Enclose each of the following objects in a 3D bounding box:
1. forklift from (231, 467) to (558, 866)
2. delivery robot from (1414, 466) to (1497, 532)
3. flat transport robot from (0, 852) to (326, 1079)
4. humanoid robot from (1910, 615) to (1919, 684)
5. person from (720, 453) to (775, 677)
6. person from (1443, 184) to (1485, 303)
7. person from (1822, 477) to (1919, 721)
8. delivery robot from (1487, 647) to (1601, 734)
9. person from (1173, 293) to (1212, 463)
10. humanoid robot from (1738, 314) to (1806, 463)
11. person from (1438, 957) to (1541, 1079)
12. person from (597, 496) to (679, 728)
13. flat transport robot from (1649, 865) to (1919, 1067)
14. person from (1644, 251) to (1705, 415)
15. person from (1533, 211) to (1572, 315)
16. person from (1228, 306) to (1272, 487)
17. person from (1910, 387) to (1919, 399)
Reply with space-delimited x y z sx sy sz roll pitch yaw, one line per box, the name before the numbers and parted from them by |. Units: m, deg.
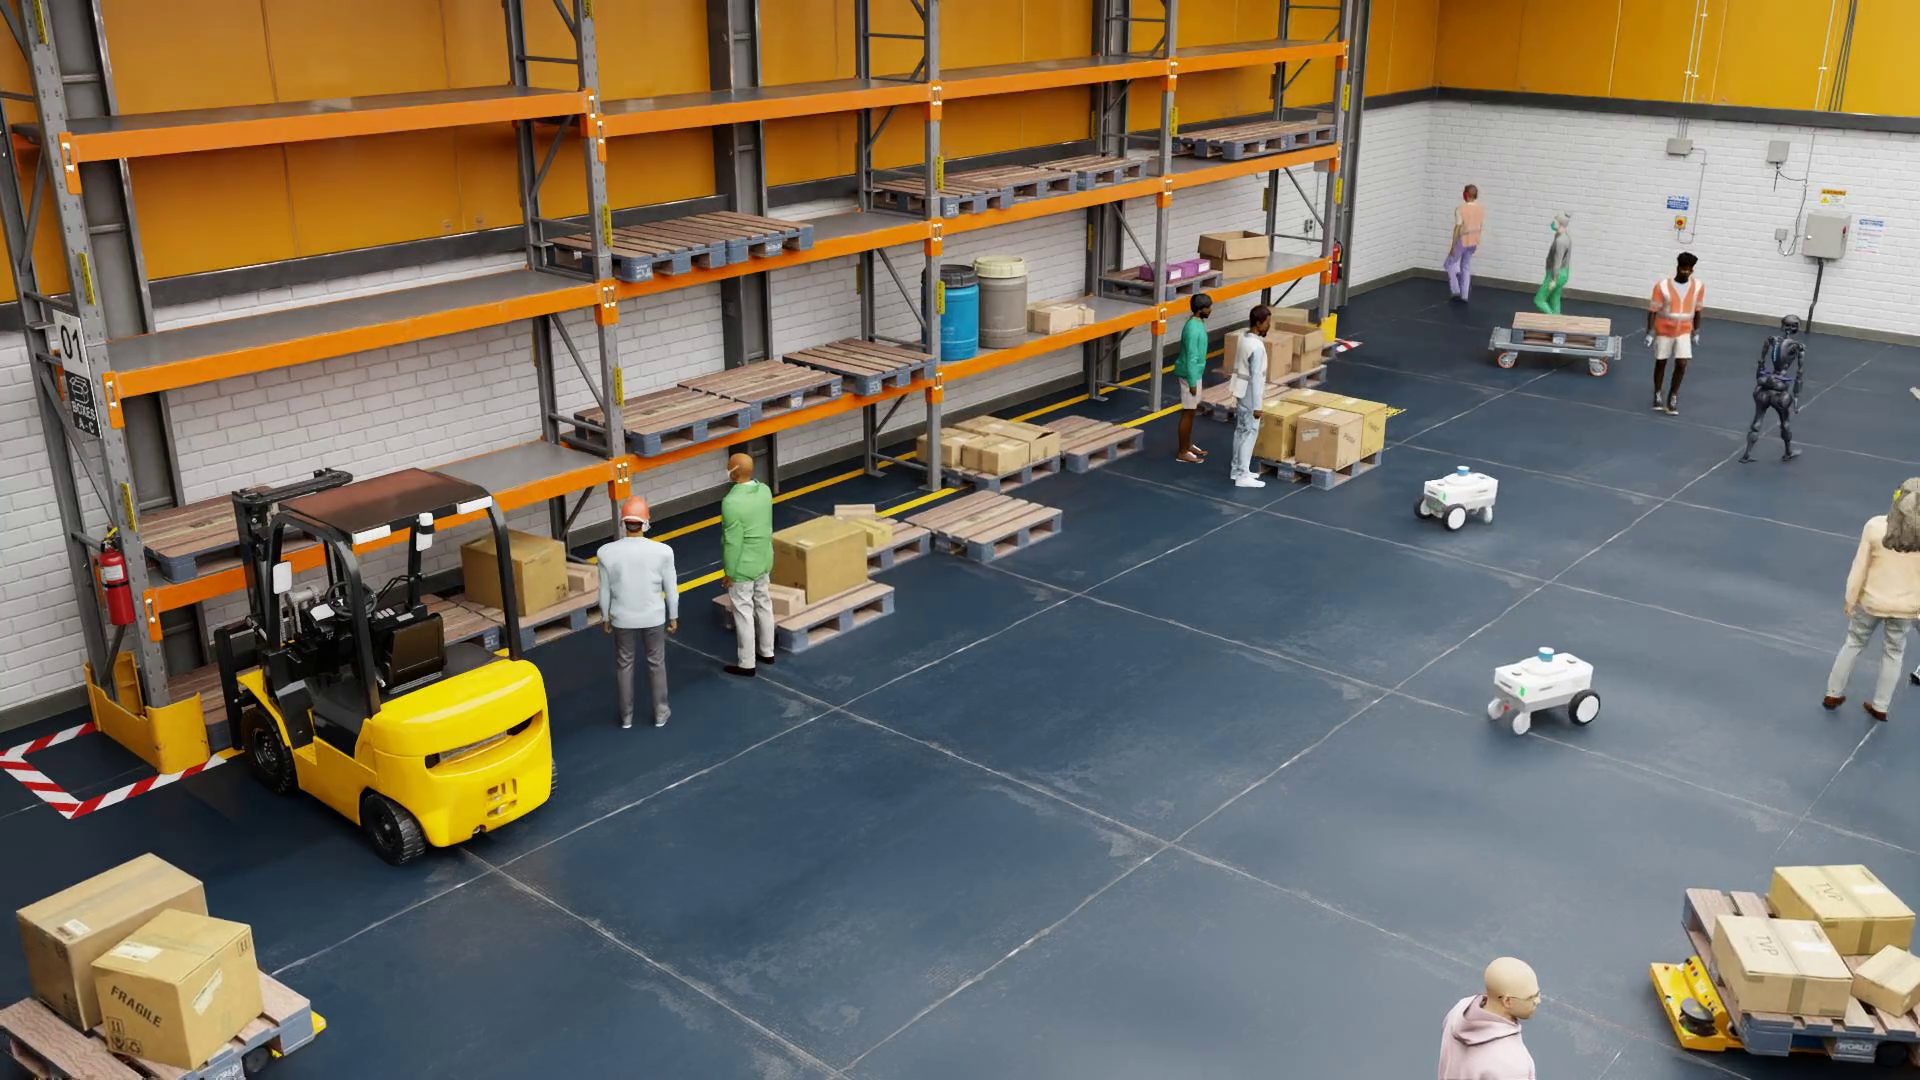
forklift | -3.730 0.710 10.856 2.313 2.155 1.214 17 26 38
delivery robot | 4.876 -0.416 16.271 0.771 0.600 0.523 -9 22 -24
flat transport robot | -4.030 2.641 8.394 0.659 0.231 1.431 14 24 33
humanoid robot | 7.637 0.286 12.791 0.820 1.884 0.559 -13 24 -32
person | -1.645 0.185 12.865 0.384 1.782 0.549 12 23 29
person | 7.759 -4.561 25.661 0.613 1.815 0.505 -11 23 -27
person | 6.737 0.431 12.091 0.592 1.860 0.483 9 22 23
delivery robot | 4.301 1.083 12.225 0.784 0.608 0.499 -9 22 -23
person | 2.518 -1.766 18.067 0.404 1.843 0.496 5 21 13
humanoid robot | 8.862 -1.645 18.014 0.715 1.630 0.601 -9 22 -24
person | 2.075 2.460 6.700 0.404 1.780 0.526 -3 21 -9
person | -2.313 0.524 12.009 0.571 1.739 0.347 -3 20 -9
flat transport robot | 4.498 2.479 8.835 1.431 0.231 0.659 2 20 7
person | 8.502 -2.456 19.780 0.665 1.939 0.604 2 20 4
person | 8.322 -3.708 23.339 0.417 1.830 0.547 11 23 28
person | 3.001 -1.486 17.218 0.409 1.908 0.595 -2 20 -6
person | 12.143 -2.499 20.055 0.953 1.833 0.605 8 22 21
